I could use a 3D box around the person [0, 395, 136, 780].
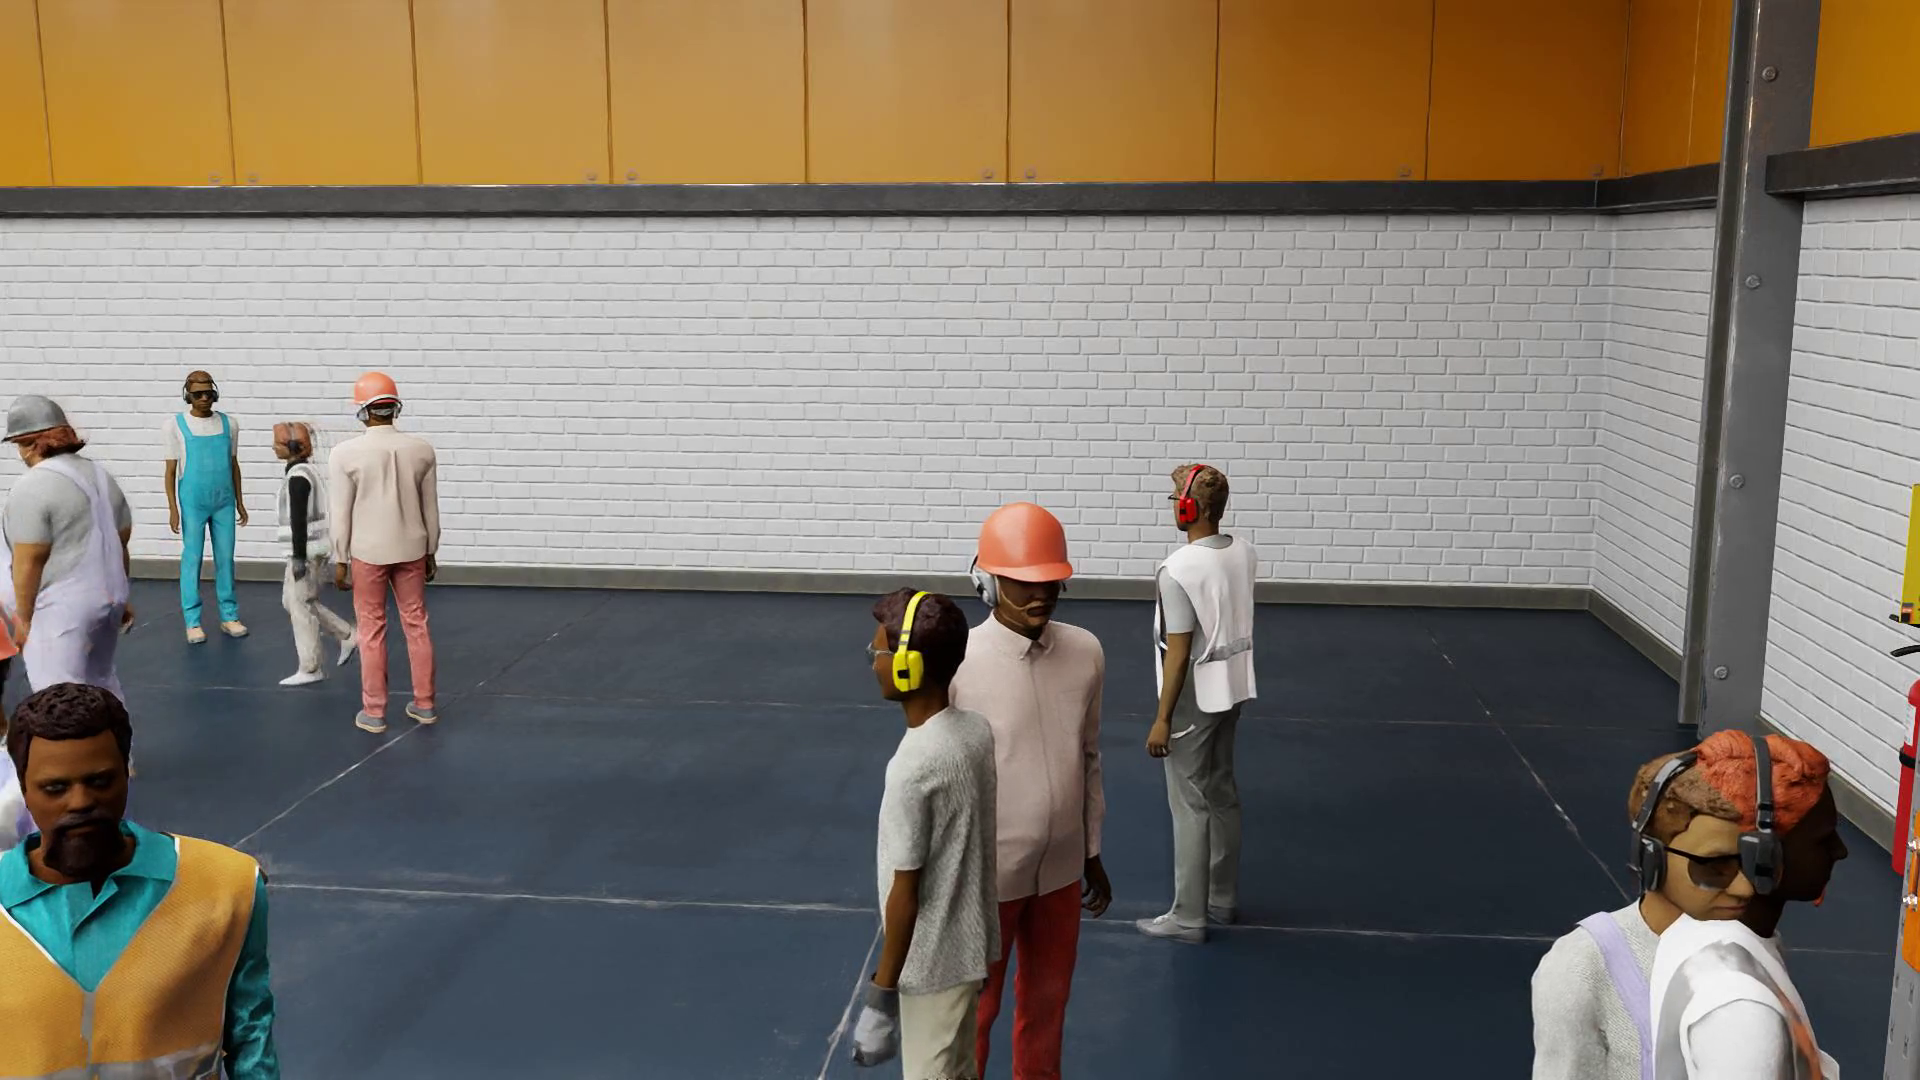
[{"bbox_3d":[-4.226,0.261,7.916,0.586,2.000,0.870,1,10,4],"label":"person"}]

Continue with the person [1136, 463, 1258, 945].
[{"bbox_3d":[0.931,0.627,6.377,0.379,1.844,0.570,8,13,38],"label":"person"}]

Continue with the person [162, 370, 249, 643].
[{"bbox_3d":[-5.111,-0.231,11.295,0.325,1.843,0.516,9,14,43],"label":"person"}]

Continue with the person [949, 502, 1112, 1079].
[{"bbox_3d":[0.157,0.882,4.494,0.623,1.992,0.385,-7,12,-34],"label":"person"}]

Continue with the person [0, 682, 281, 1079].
[{"bbox_3d":[-1.520,1.183,2.983,0.591,1.922,0.390,-5,11,-26],"label":"person"}]

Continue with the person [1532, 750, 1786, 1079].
[{"bbox_3d":[1.184,1.246,2.840,0.520,1.844,0.331,-4,11,-24],"label":"person"}]

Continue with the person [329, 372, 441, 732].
[{"bbox_3d":[-3.177,0.065,9.214,0.608,1.987,0.402,-9,14,-43],"label":"person"}]

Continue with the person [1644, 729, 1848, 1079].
[{"bbox_3d":[1.255,1.237,2.781,0.353,1.883,0.572,2,10,11],"label":"person"}]

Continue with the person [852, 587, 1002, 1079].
[{"bbox_3d":[-0.056,1.035,4.003,0.337,1.865,0.511,4,11,19],"label":"person"}]

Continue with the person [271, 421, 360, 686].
[{"bbox_3d":[-3.964,0.078,10.161,0.435,1.624,0.528,-4,11,-23],"label":"person"}]
